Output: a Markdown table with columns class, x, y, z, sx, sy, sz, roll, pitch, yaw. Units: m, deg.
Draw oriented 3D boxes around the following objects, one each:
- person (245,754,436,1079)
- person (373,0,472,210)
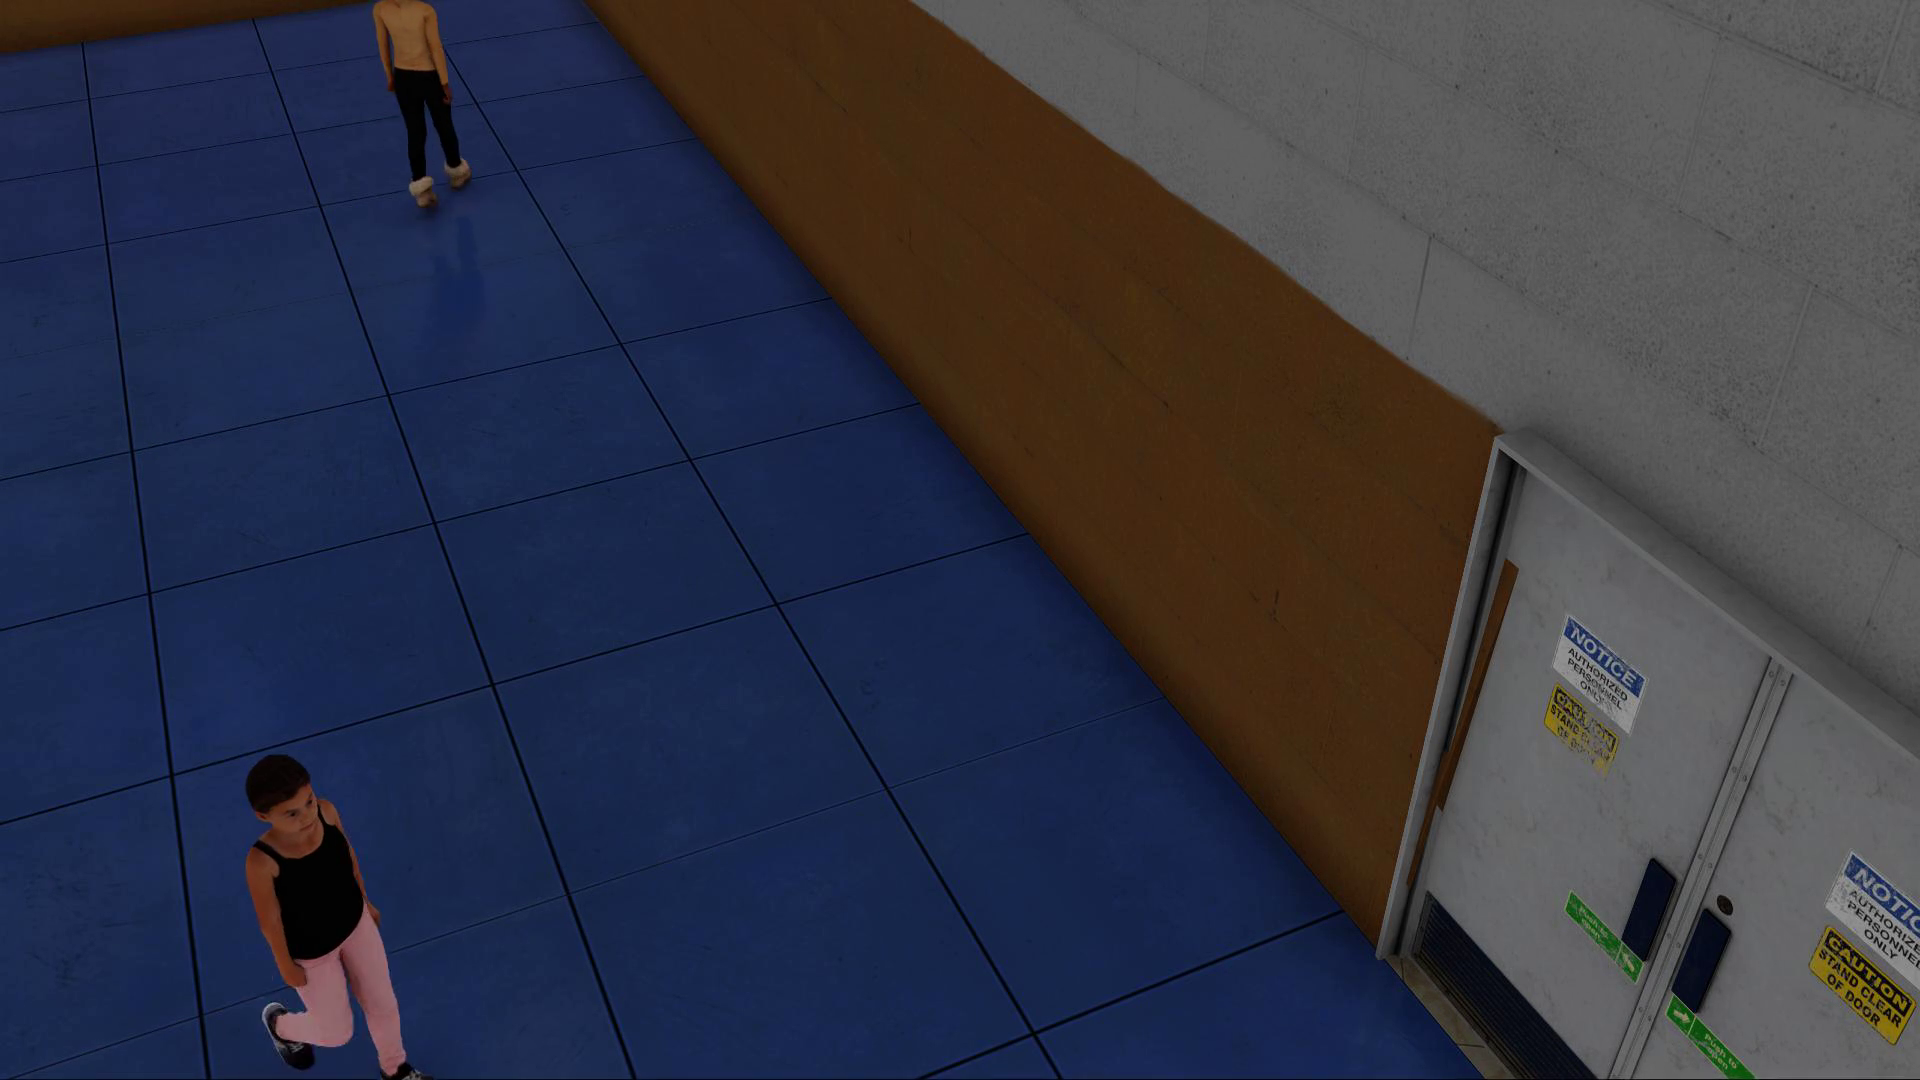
| class | x | y | z | sx | sy | sz | roll | pitch | yaw |
| --- | --- | --- | --- | --- | --- | --- | --- | --- | --- |
| person | -2.058 | 1.237 | 5.281 | 0.875 | 1.550 | 0.872 | 18 | 40 | 22 |
| person | -3.532 | -2.935 | 10.768 | 1.004 | 1.638 | 0.921 | 0 | 37 | 0 |
